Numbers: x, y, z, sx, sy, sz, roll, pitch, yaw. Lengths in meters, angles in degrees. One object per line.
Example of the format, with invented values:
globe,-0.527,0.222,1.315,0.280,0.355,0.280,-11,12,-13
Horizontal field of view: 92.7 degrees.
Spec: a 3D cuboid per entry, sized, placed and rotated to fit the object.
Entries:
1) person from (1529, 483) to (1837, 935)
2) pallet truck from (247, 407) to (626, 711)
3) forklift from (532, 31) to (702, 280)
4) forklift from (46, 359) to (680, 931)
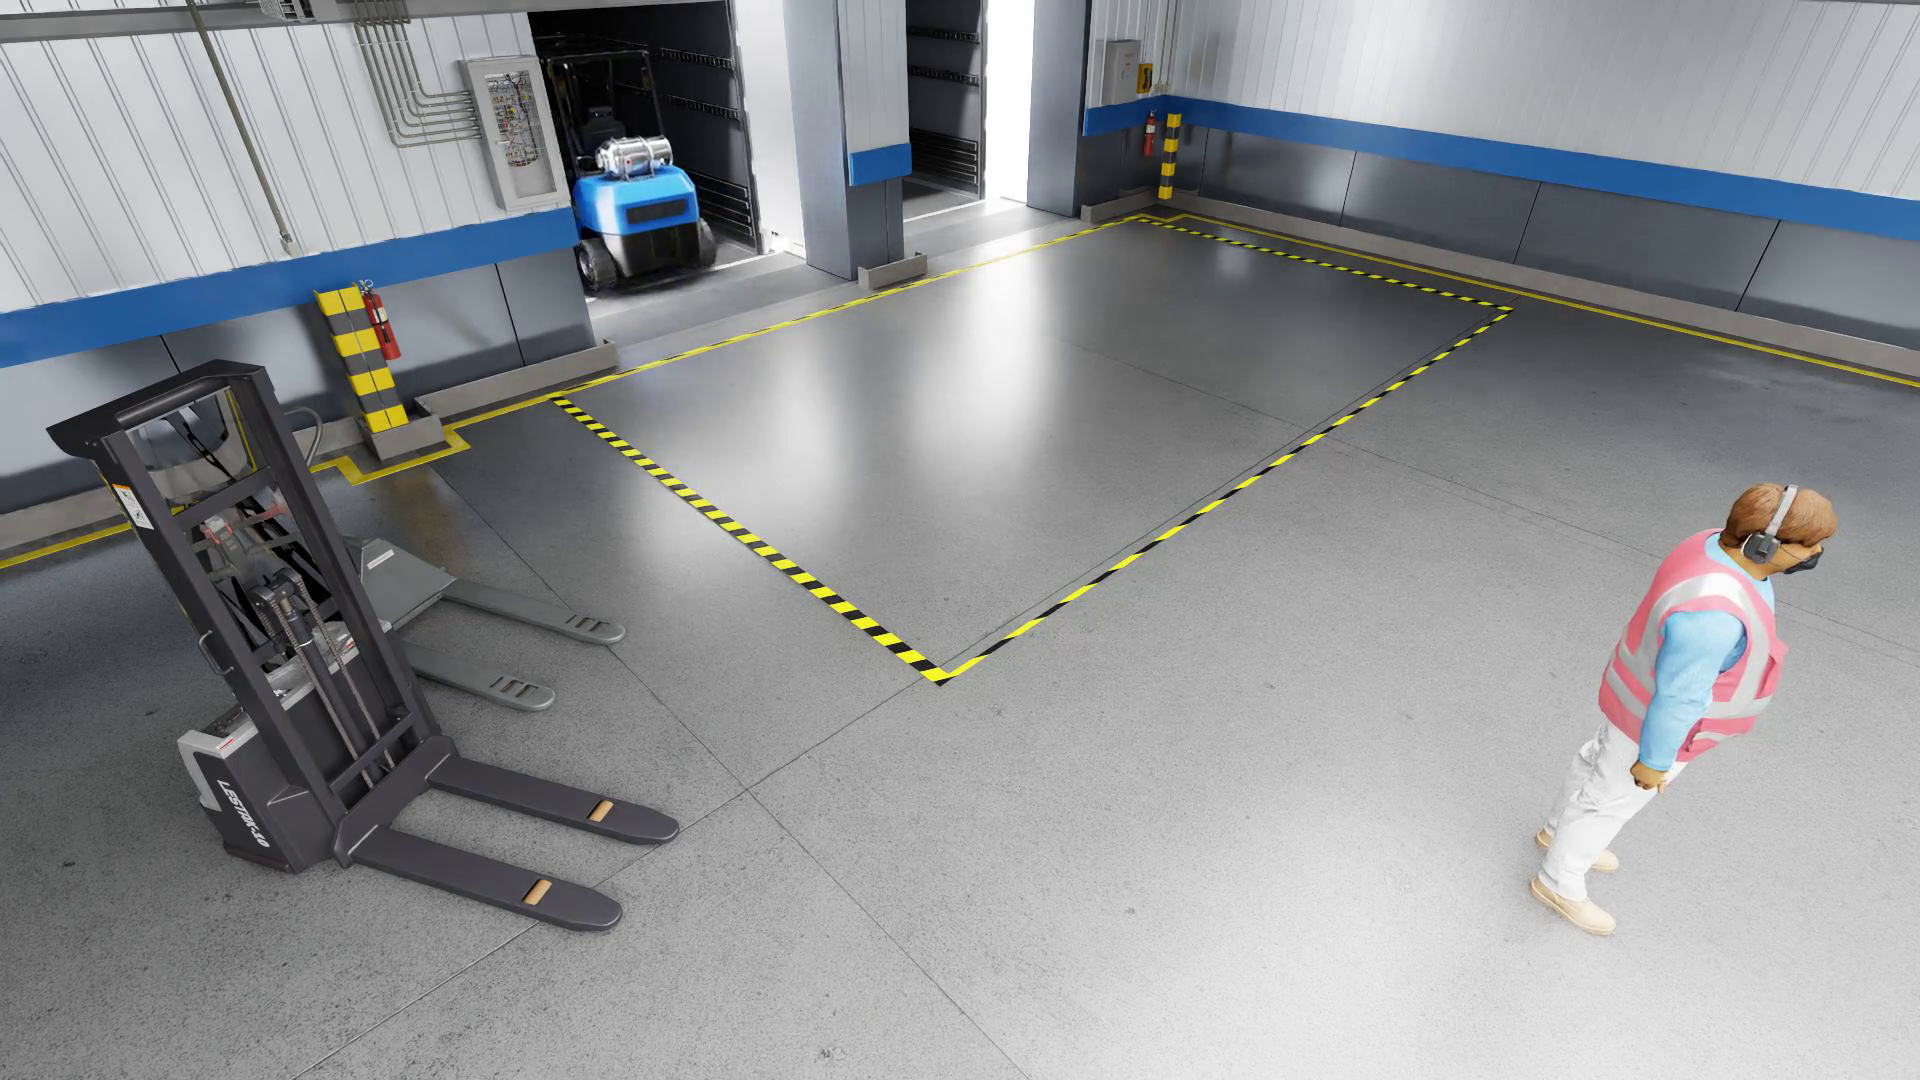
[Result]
person,2.467,0.612,3.211,0.429,1.844,0.620,22,40,28
pallet truck,-2.628,0.038,4.590,1.601,1.201,0.680,12,36,18
forklift,-3.874,-4.144,9.733,1.157,2.036,2.680,-26,42,-33
forklift,-2.135,0.422,3.354,1.885,1.965,0.823,10,35,14
